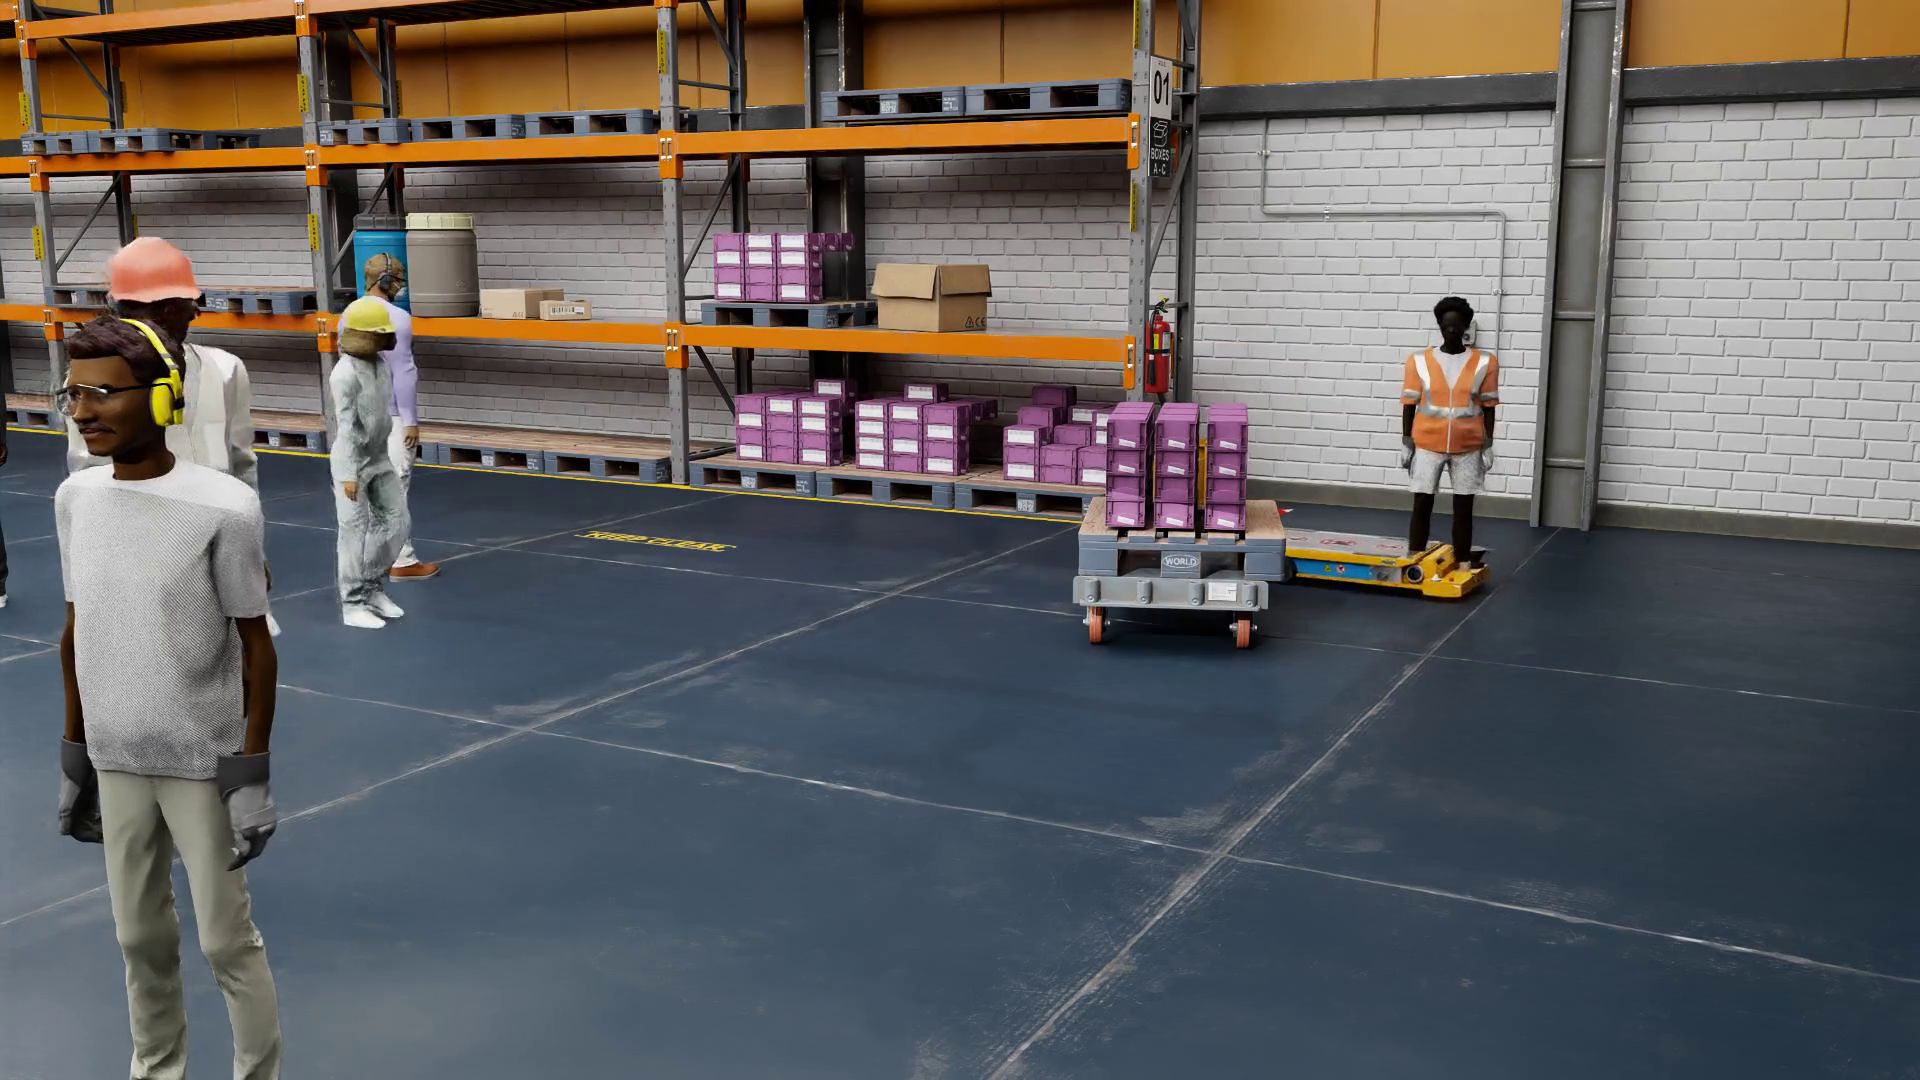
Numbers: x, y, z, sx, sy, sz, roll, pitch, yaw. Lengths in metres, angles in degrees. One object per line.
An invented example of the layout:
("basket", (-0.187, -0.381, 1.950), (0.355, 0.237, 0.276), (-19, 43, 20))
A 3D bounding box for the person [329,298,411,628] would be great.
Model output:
("person", (-3.041, -0.380, 8.545), (0.471, 1.711, 0.498), (3, 11, 15))

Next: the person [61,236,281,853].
("person", (-2.485, 0.051, 5.342), (0.429, 2.019, 0.636), (7, 13, 34))

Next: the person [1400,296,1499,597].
("person", (2.748, -0.524, 9.385), (0.540, 1.695, 0.317), (3, 11, 14))

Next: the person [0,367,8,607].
("person", (-5.436, -0.552, 8.932), (0.374, 1.917, 0.597), (9, 14, 42))

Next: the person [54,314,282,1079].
("person", (-1.651, 0.477, 3.443), (0.514, 1.867, 0.328), (2, 11, 13))

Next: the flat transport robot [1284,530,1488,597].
("flat transport robot", (2.310, 0.114, 9.801), (1.431, 0.197, 0.652), (6, 12, 29))

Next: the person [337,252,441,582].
("person", (-3.398, -0.718, 9.810), (0.629, 1.931, 0.376), (8, 13, 38))
